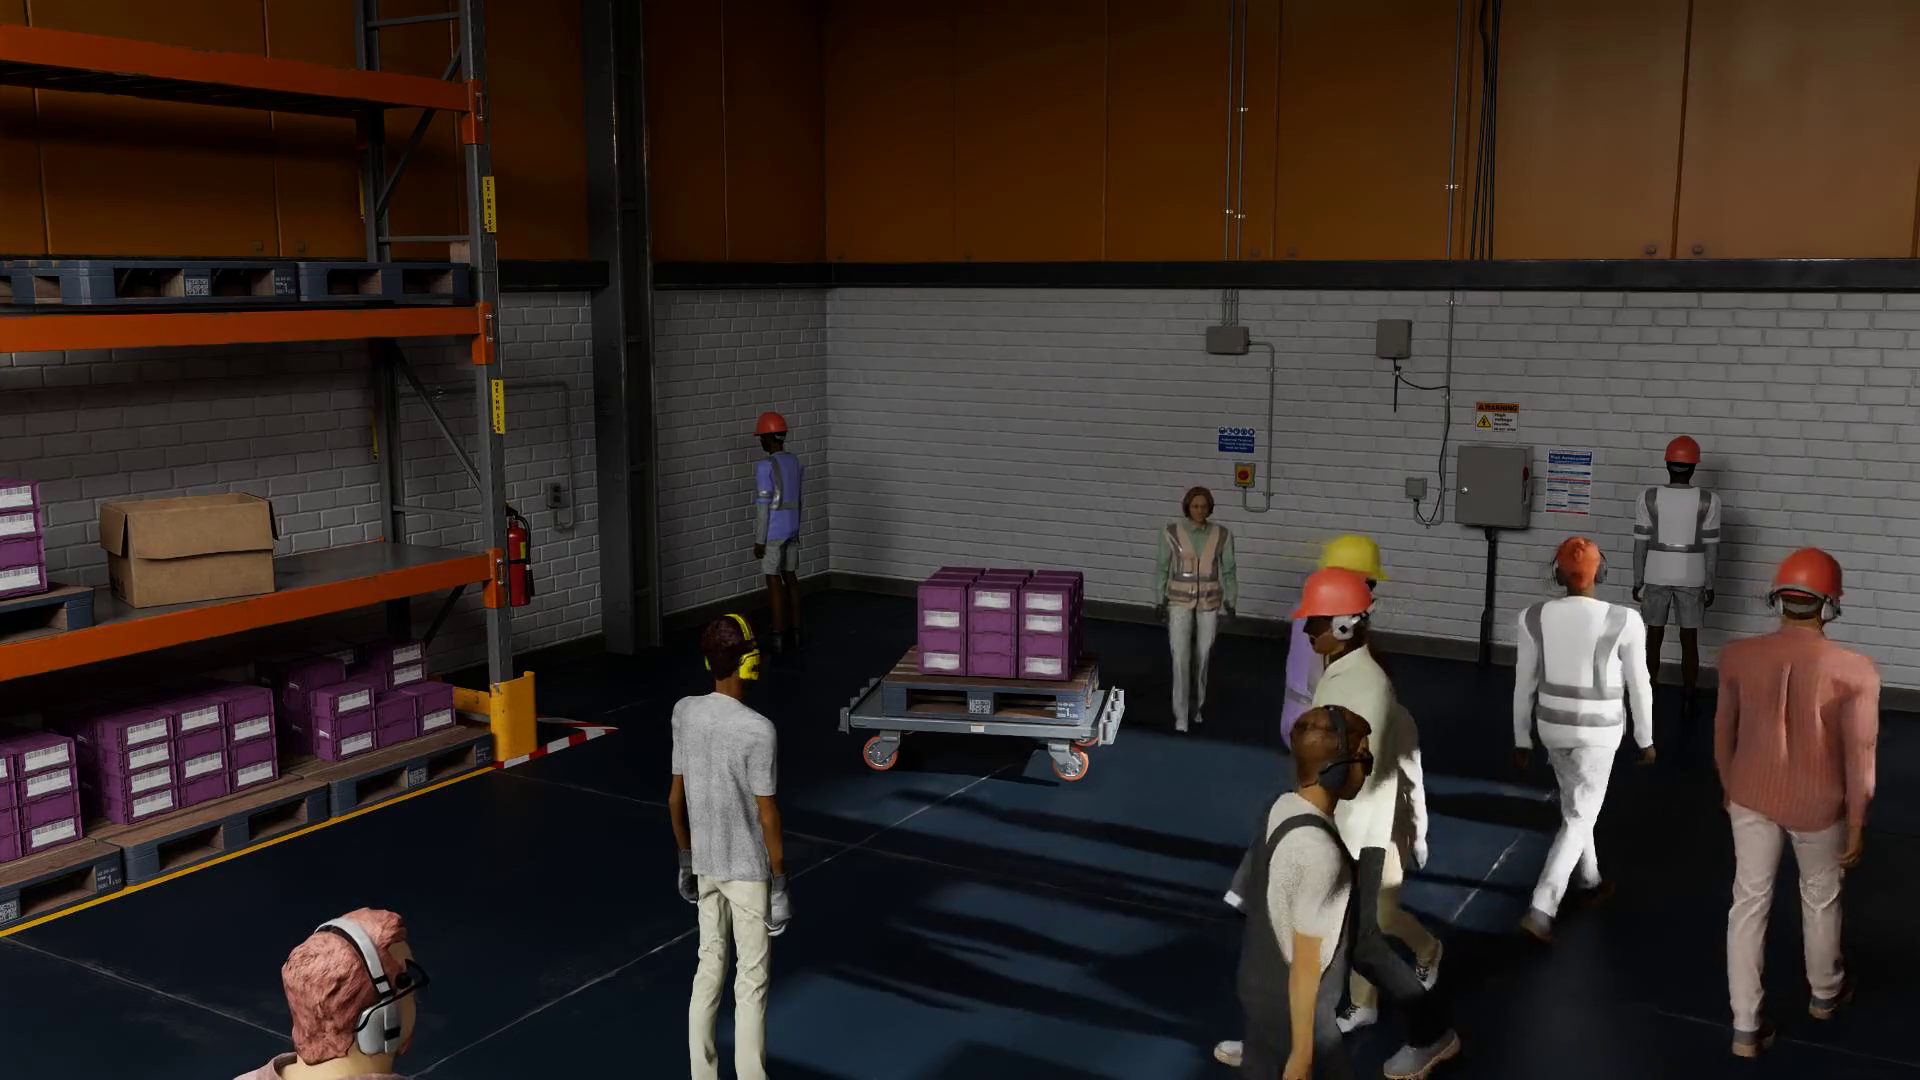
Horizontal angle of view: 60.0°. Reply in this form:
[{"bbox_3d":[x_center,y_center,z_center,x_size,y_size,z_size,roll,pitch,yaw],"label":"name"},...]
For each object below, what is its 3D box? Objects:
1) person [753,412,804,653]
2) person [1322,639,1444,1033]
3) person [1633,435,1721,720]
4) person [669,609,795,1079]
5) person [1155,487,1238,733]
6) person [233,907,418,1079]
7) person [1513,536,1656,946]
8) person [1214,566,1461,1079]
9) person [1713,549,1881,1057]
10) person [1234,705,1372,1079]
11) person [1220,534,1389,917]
[{"bbox_3d":[-1.485,-0.065,13.382,0.380,1.929,0.543,5,10,27],"label":"person"},{"bbox_3d":[1.682,1.161,6.685,0.531,1.610,0.520,-6,11,-34],"label":"person"},{"bbox_3d":[4.868,0.257,11.336,0.542,1.938,0.358,4,10,23],"label":"person"},{"bbox_3d":[-0.790,1.170,5.862,0.538,1.866,0.313,7,11,37],"label":"person"},{"bbox_3d":[1.576,0.466,10.998,0.540,1.614,0.674,0,9,-2],"label":"person"},{"bbox_3d":[-1.057,1.601,3.048,0.639,1.909,0.406,5,10,28],"label":"person"},{"bbox_3d":[2.821,0.901,7.656,0.585,1.835,1.015,9,13,44],"label":"person"},{"bbox_3d":[1.445,1.069,6.190,0.874,1.962,0.638,0,9,-2],"label":"person"},{"bbox_3d":[3.320,1.003,6.576,0.629,1.957,0.959,9,12,43],"label":"person"},{"bbox_3d":[1.093,1.364,4.845,0.926,1.799,0.531,-1,9,-7],"label":"person"},{"bbox_3d":[1.563,0.897,7.522,0.676,1.891,0.628,-2,9,-10],"label":"person"}]
